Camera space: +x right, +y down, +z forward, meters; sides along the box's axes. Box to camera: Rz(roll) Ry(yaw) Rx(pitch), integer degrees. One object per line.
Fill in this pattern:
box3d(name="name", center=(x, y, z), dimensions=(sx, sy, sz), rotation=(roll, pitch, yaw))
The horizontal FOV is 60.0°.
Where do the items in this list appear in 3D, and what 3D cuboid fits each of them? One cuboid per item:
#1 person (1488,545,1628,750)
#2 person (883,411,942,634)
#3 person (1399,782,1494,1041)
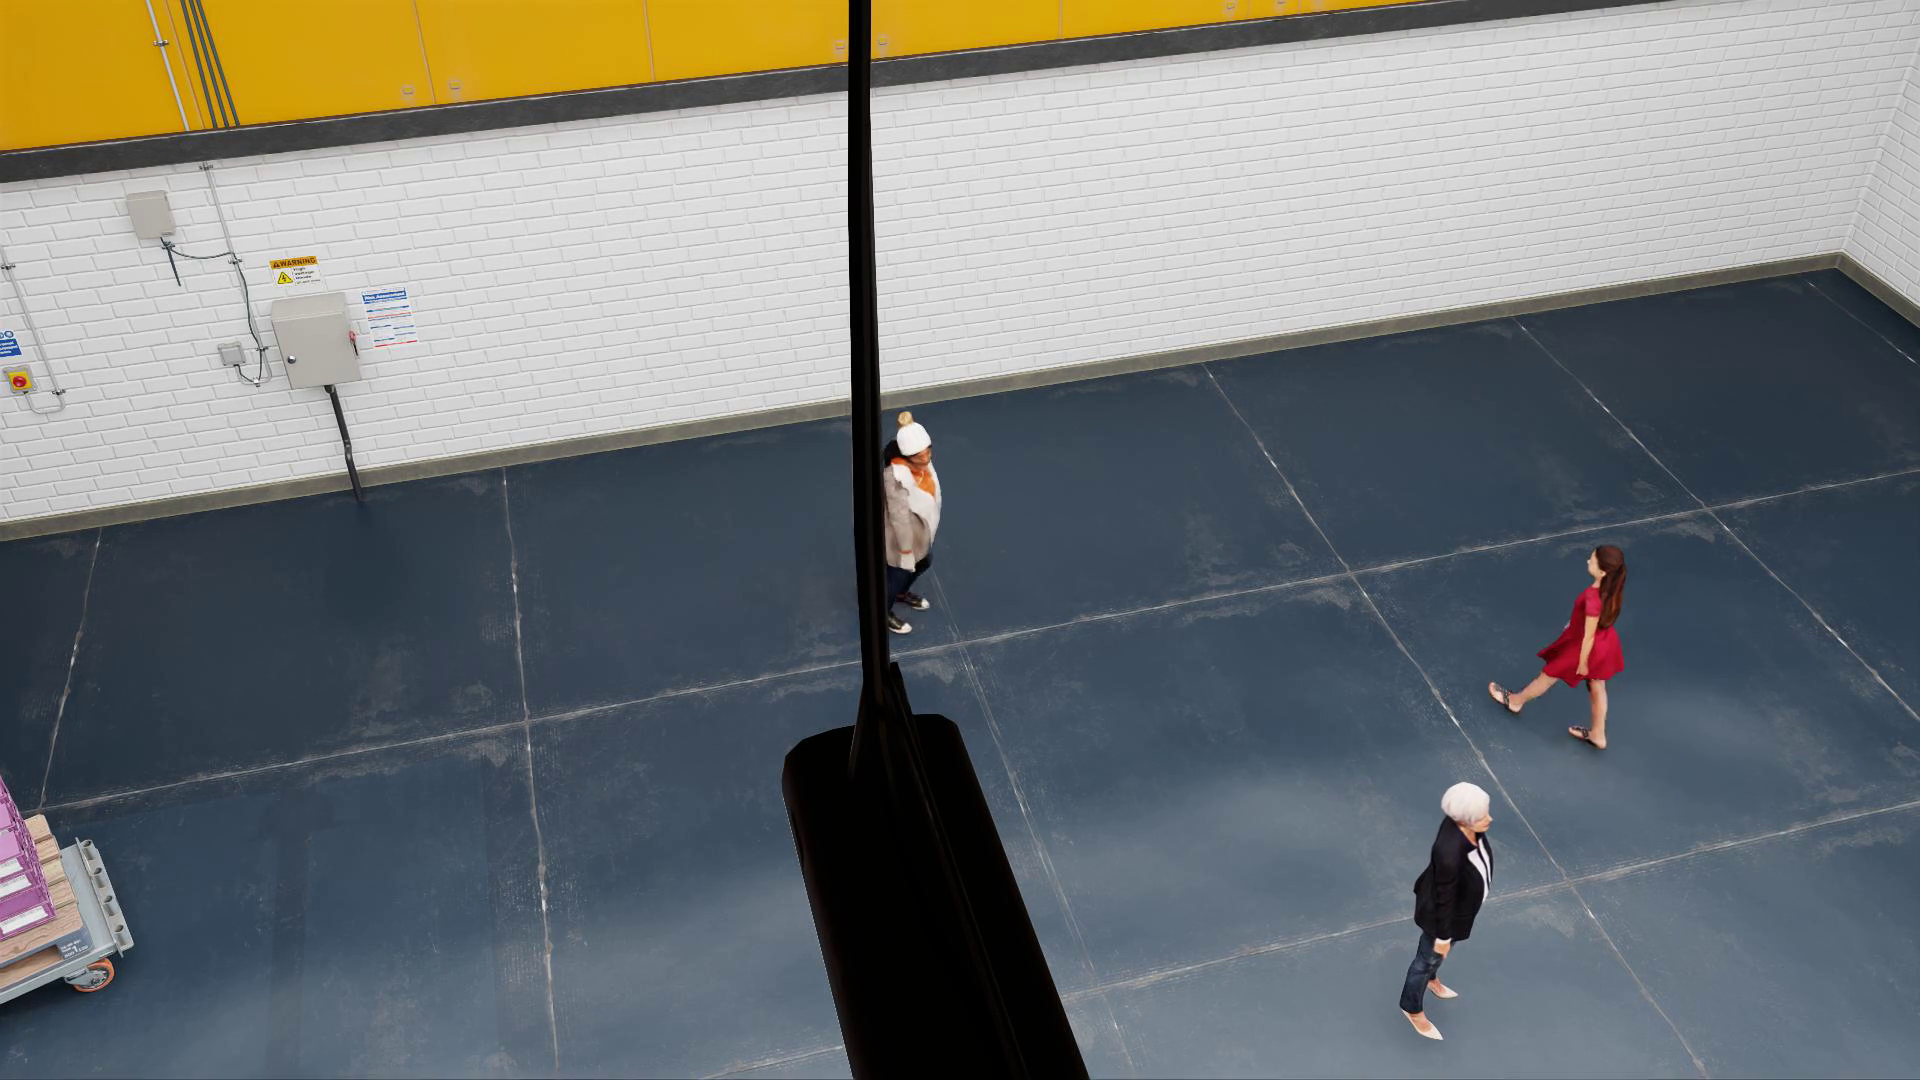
box3d(name="person", center=(4.018, 0.698, 10.450), dimensions=(1.087, 1.514, 0.882), rotation=(31, 48, 33))
box3d(name="person", center=(-0.438, -0.137, 11.210), dimensions=(0.938, 1.870, 0.863), rotation=(5, 39, 6))
box3d(name="person", center=(2.561, 1.875, 8.589), dimensions=(0.804, 1.783, 0.835), rotation=(20, 43, 23))
